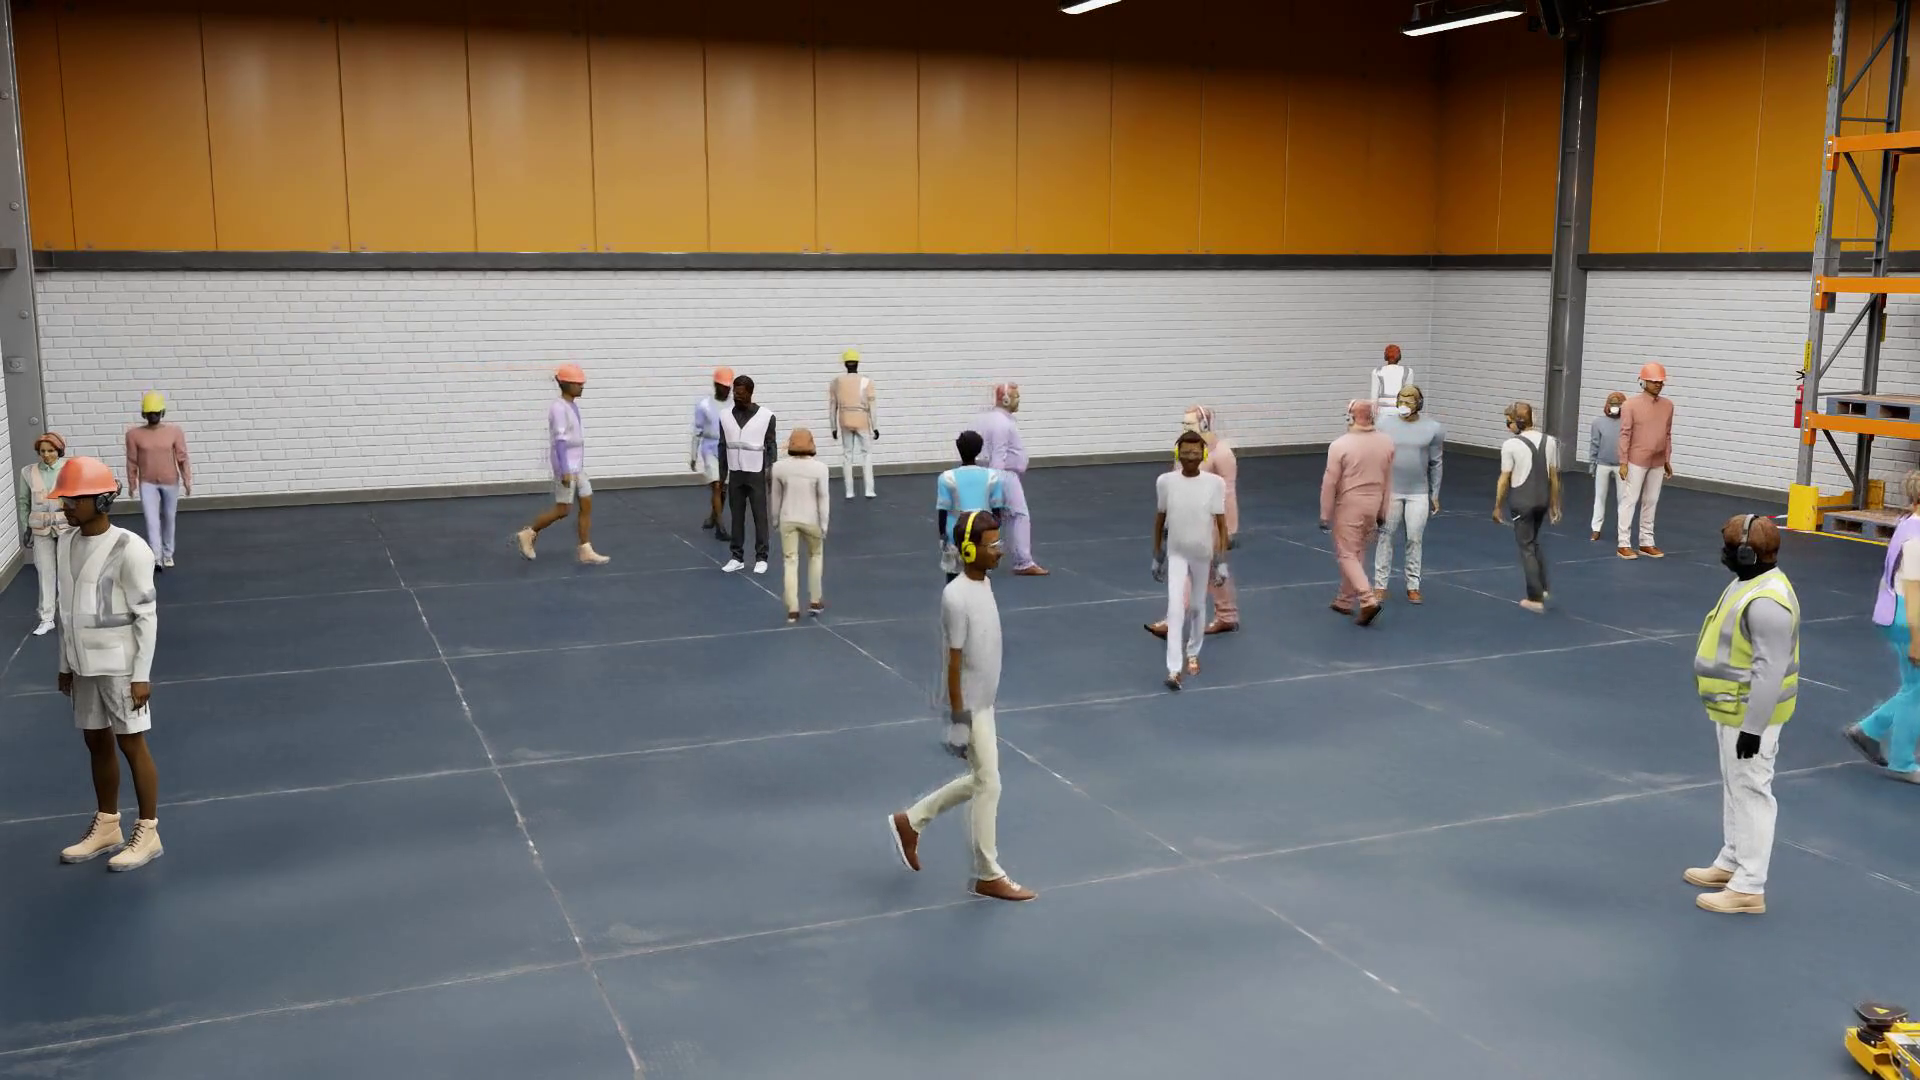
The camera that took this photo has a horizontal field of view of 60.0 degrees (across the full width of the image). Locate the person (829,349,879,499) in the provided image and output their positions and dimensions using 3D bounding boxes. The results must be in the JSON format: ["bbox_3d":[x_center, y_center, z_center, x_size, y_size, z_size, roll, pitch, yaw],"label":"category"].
[{"bbox_3d":[-1.342,-1.459,21.057,0.640,1.918,0.412,2,10,12],"label":"person"}]

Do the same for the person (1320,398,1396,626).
[{"bbox_3d":[3.304,-0.246,13.836,0.654,1.879,0.833,-4,10,-24],"label":"person"}]

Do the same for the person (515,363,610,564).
[{"bbox_3d":[-3.944,-0.741,16.418,0.829,2.015,0.620,1,9,7],"label":"person"}]

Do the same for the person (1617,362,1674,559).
[{"bbox_3d":[6.945,-0.799,16.823,0.625,1.992,0.389,-3,10,-17],"label":"person"}]

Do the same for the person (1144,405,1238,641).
[{"bbox_3d":[1.822,-0.129,13.157,1.010,1.858,0.664,-5,10,-26],"label":"person"}]

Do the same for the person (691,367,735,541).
[{"bbox_3d":[-2.651,-0.963,18.158,0.573,1.898,0.855,-4,10,-25],"label":"person"}]

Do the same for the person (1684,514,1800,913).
[{"bbox_3d":[3.600,0.793,7.651,0.430,1.841,0.624,3,10,18],"label":"person"}]

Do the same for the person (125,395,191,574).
[{"bbox_3d":[-7.733,-0.542,16.076,0.547,1.712,0.897,-5,11,-28],"label":"person"}]

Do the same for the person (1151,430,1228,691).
[{"bbox_3d":[1.619,0.133,11.737,0.543,1.811,1.014,1,9,9],"label":"person"}]

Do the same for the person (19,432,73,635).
[{"bbox_3d":[-7.266,-0.054,13.383,0.514,1.639,0.310,-2,10,-12],"label":"person"}]

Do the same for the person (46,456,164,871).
[{"bbox_3d":[-4.210,0.606,8.162,0.605,2.045,0.377,4,10,24],"label":"person"}]

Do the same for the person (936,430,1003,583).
[{"bbox_3d":[0.085,-0.017,13.038,0.540,1.682,0.493,-2,10,-11],"label":"person"}]

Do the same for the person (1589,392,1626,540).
[{"bbox_3d":[7.011,-0.782,17.859,0.500,1.624,0.304,5,10,27],"label":"person"}]

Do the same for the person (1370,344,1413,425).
[{"bbox_3d":[5.932,-1.742,22.868,0.572,1.886,0.355,2,10,10],"label":"person"}]

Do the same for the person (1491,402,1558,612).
[{"bbox_3d":[4.864,-0.287,14.303,0.576,1.802,0.549,-4,10,-20],"label":"person"}]

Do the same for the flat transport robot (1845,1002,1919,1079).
[{"bbox_3d":[3.604,1.929,5.504,0.652,0.197,1.431,0,9,3],"label":"flat transport robot"}]

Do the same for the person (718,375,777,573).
[{"bbox_3d":[-2.051,-0.637,16.076,0.592,1.916,0.375,3,10,16],"label":"person"}]

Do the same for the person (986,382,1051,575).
[{"bbox_3d":[0.367,-0.586,15.910,0.924,1.875,0.650,0,9,0],"label":"person"}]

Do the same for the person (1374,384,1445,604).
[{"bbox_3d":[3.906,-0.400,14.586,0.629,1.937,0.377,2,10,10],"label":"person"}]

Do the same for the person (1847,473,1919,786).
[{"bbox_3d":[5.439,0.496,9.477,0.447,1.827,0.587,6,11,33],"label":"person"}]

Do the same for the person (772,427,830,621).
[{"bbox_3d":[-1.331,-0.148,14.040,0.519,1.606,0.695,1,9,5],"label":"person"}]

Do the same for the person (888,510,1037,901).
[{"bbox_3d":[0.003,0.768,7.777,0.694,1.851,0.517,3,10,17],"label":"person"}]
